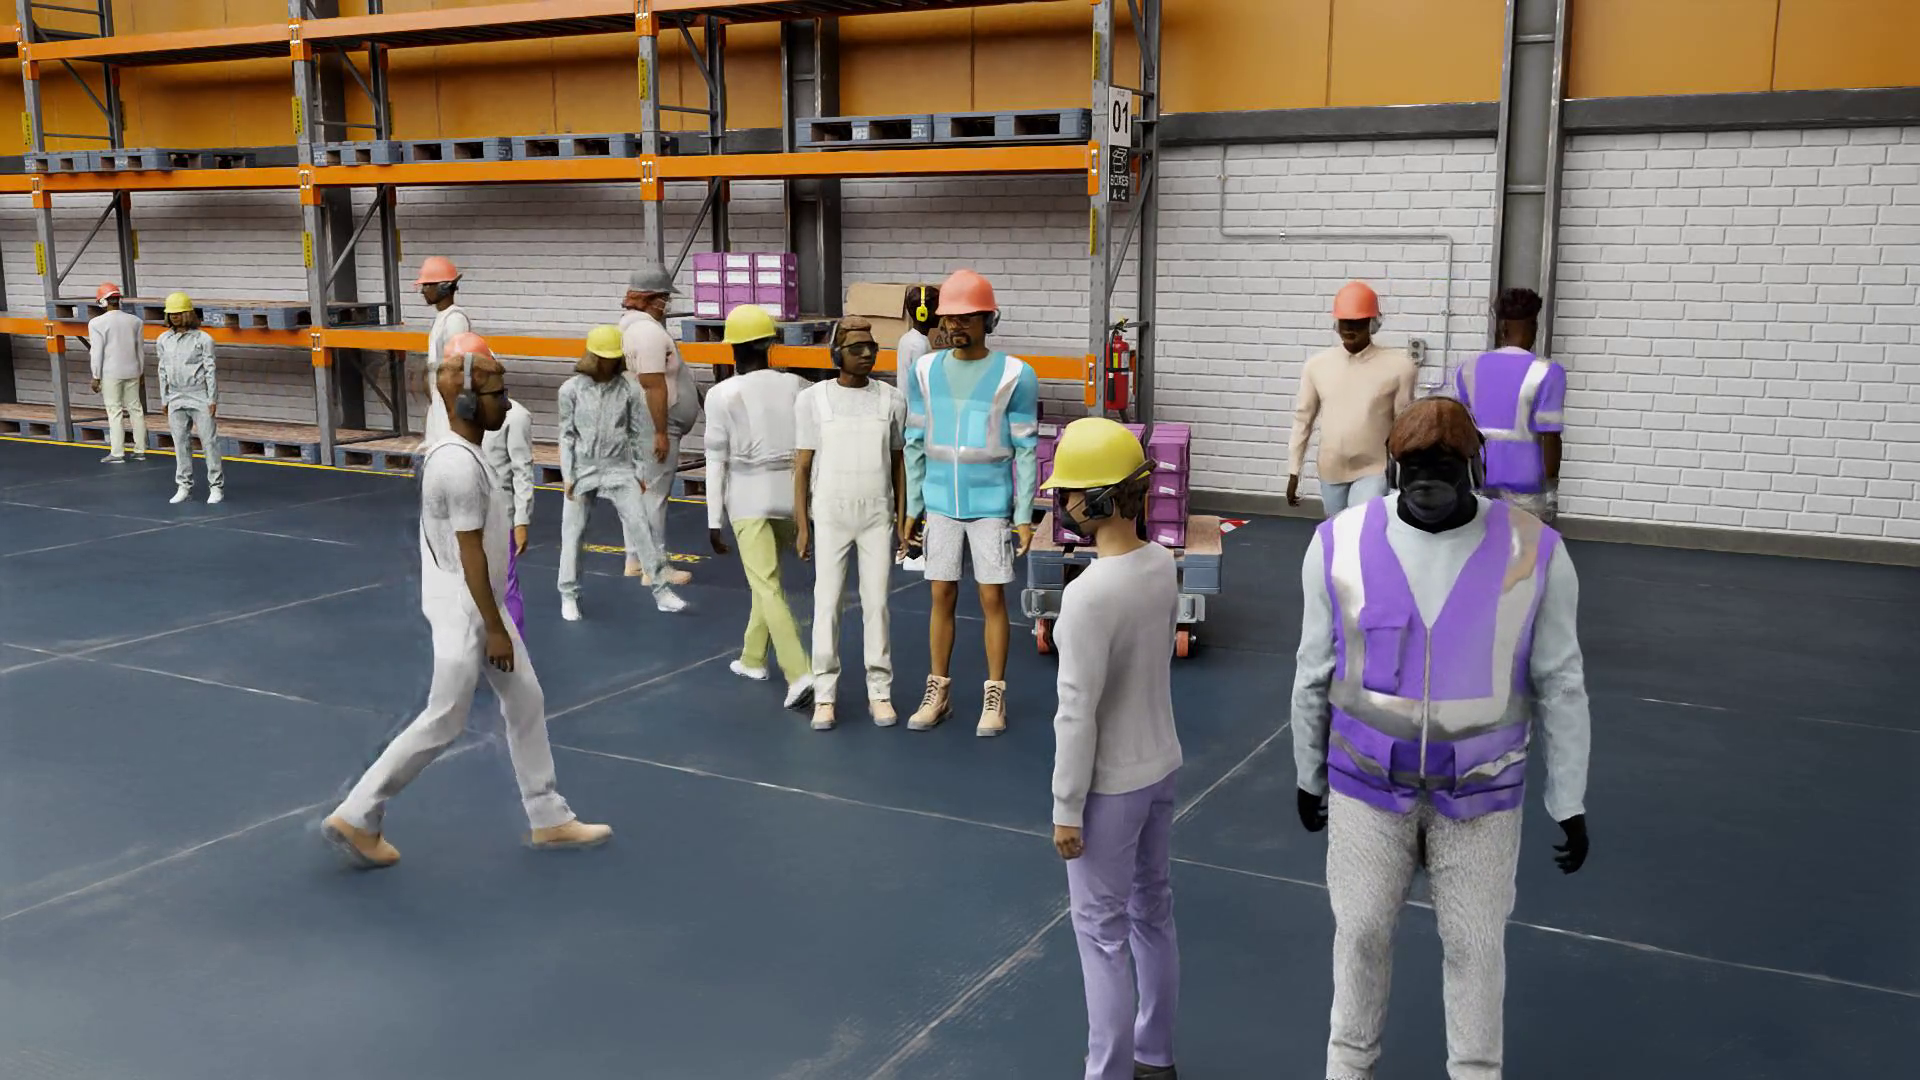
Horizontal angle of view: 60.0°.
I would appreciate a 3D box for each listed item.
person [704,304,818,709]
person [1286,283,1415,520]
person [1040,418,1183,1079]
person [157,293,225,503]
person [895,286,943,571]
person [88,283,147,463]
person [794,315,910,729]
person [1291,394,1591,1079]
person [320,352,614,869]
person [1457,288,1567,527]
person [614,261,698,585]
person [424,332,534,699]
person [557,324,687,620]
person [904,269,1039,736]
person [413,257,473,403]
[{"bbox_3d":[-0.903,-0.171,7.864,0.584,1.884,0.980,-7,13,-35],"label":"person"},{"bbox_3d":[2.096,-0.387,8.853,0.637,1.953,0.996,6,12,30],"label":"person"},{"bbox_3d":[0.359,0.579,4.082,0.342,1.761,0.526,6,12,31],"label":"person"},{"bbox_3d":[-6.331,-1.153,13.647,0.484,1.736,0.343,1,10,3],"label":"person"},{"bbox_3d":[-0.264,-0.734,10.972,0.310,1.868,0.533,-2,11,-12],"label":"person"},{"bbox_3d":[-8.211,-1.627,16.205,0.338,1.742,0.565,5,12,28],"label":"person"},{"bbox_3d":[-0.476,-0.074,7.411,0.513,1.846,0.334,-2,11,-11],"label":"person"},{"bbox_3d":[1.103,0.574,3.897,0.665,1.835,0.430,3,11,18],"label":"person"},{"bbox_3d":[-1.757,0.256,5.761,0.934,1.814,0.509,-2,10,-9],"label":"person"},{"bbox_3d":[2.734,-0.309,8.472,0.676,1.933,0.660,-9,14,-41],"label":"person"},{"bbox_3d":[-1.927,-0.745,10.555,0.536,2.000,0.688,-5,12,-27],"label":"person"},{"bbox_3d":[-2.296,-0.112,7.899,0.560,1.743,0.334,3,11,14],"label":"person"},{"bbox_3d":[-1.995,-0.388,9.512,0.607,1.719,0.432,-5,12,-27],"label":"person"},{"bbox_3d":[0.034,-0.151,7.289,0.605,2.045,0.386,4,11,19],"label":"person"},{"bbox_3d":[-3.680,-1.002,11.959,0.391,2.040,0.615,-5,11,-26],"label":"person"}]
